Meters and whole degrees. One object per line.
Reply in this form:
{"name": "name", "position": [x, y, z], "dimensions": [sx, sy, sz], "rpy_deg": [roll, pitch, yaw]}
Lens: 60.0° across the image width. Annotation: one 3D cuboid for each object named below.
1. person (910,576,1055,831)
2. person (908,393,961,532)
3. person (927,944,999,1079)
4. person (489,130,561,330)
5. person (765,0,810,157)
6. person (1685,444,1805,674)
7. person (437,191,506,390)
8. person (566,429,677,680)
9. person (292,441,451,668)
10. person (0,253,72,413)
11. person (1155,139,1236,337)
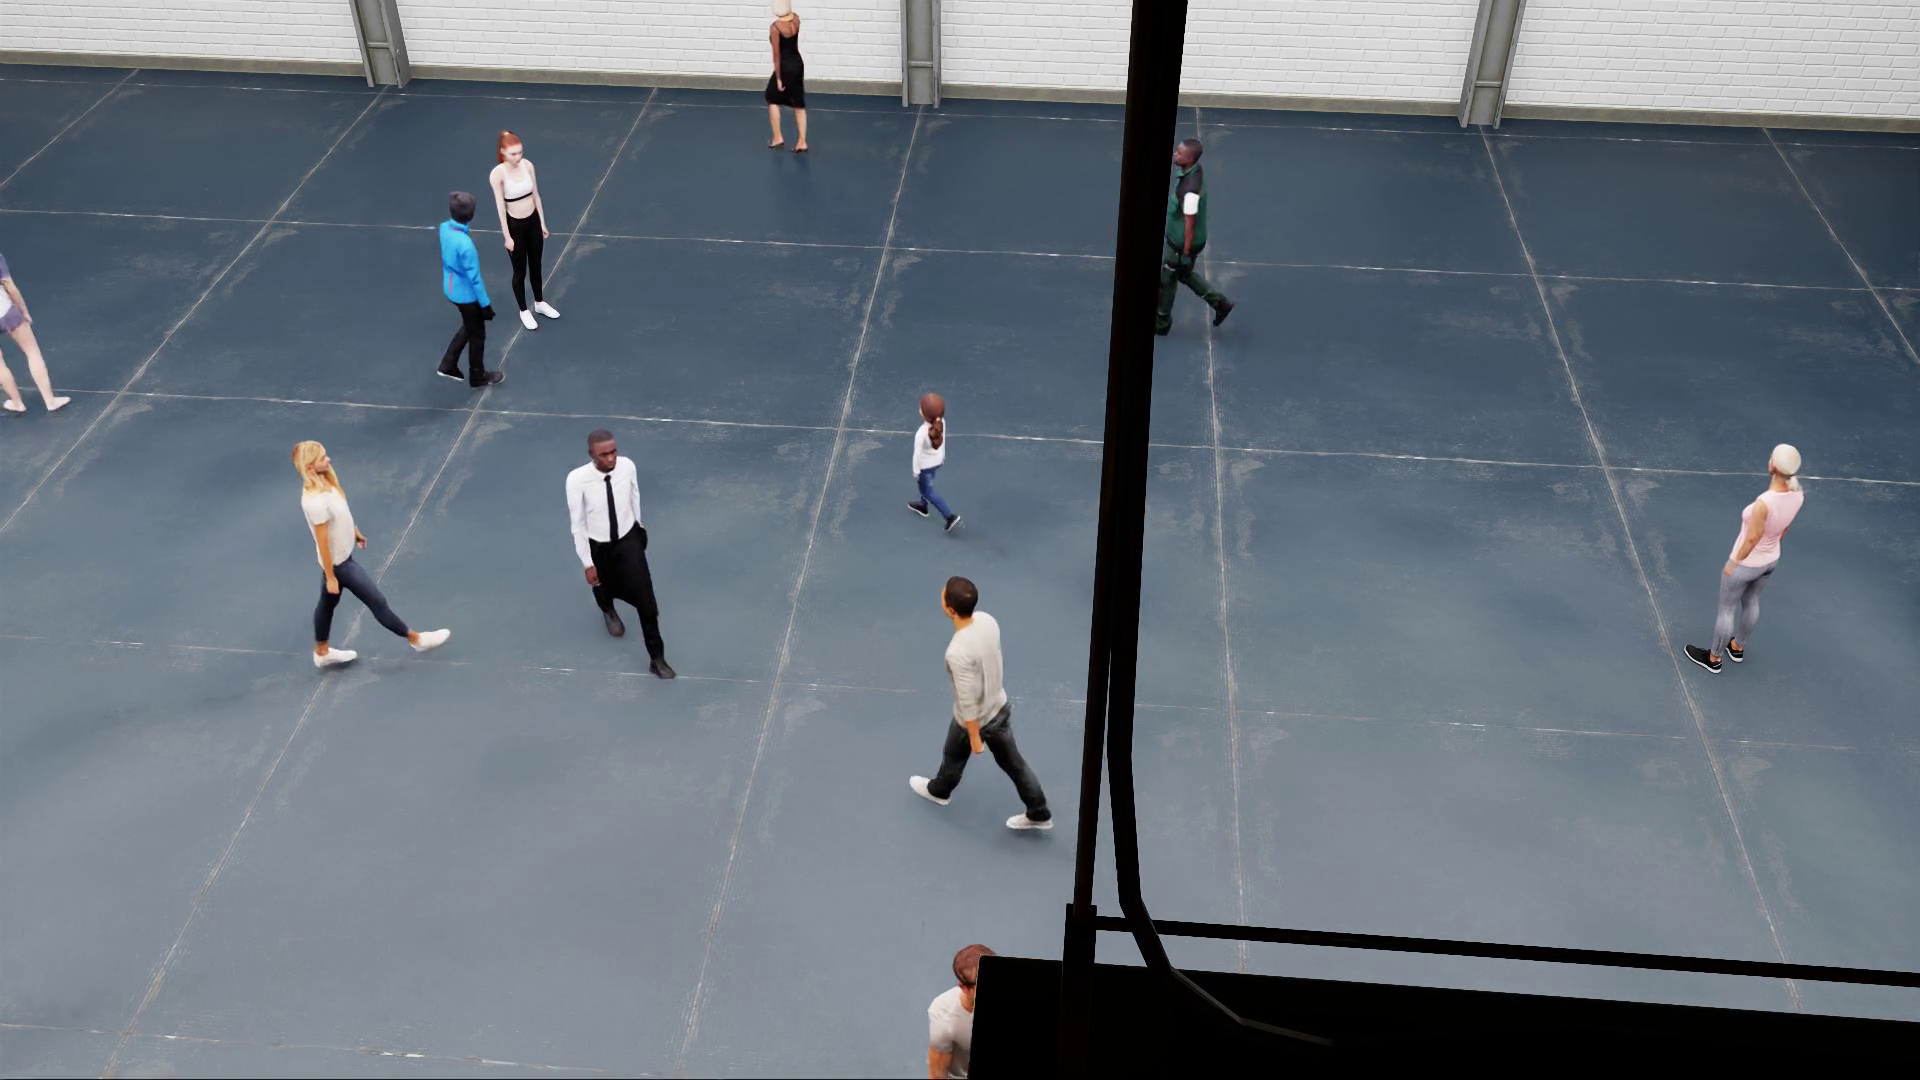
{"name": "person", "position": [0.211, 1.032, 9.533], "dimensions": [1.269, 1.739, 0.990], "rpy_deg": [17, 42, 20]}
{"name": "person", "position": [-0.188, -0.556, 12.037], "dimensions": [0.795, 1.096, 0.661], "rpy_deg": [26, 45, 28]}
{"name": "person", "position": [-0.013, 2.388, 7.762], "dimensions": [1.173, 1.831, 1.216], "rpy_deg": [-26, 46, -29]}
{"name": "person", "position": [-3.726, -2.652, 14.135], "dimensions": [0.705, 1.752, 0.671], "rpy_deg": [29, 47, 31]}
{"name": "person", "position": [-1.663, -4.661, 16.671], "dimensions": [0.853, 1.728, 0.787], "rpy_deg": [30, 48, 32]}
{"name": "person", "position": [5.102, 0.122, 10.684], "dimensions": [0.593, 1.724, 0.692], "rpy_deg": [-17, 42, -20]}
{"name": "person", "position": [-4.005, -1.911, 13.188], "dimensions": [0.946, 1.778, 0.885], "rpy_deg": [-29, 47, -32]}
{"name": "person", "position": [-2.303, -0.003, 10.791], "dimensions": [1.251, 1.787, 1.171], "rpy_deg": [-19, 42, -22]}
{"name": "person", "position": [-4.059, 0.146, 10.625], "dimensions": [1.207, 1.760, 0.911], "rpy_deg": [-11, 40, -14]}
{"name": "person", "position": [-7.602, -1.753, 13.015], "dimensions": [0.731, 1.745, 0.853], "rpy_deg": [-27, 46, -30]}
{"name": "person", "position": [1.948, -2.494, 13.884], "dimensions": [1.086, 1.818, 0.774], "rpy_deg": [7, 39, 9]}
